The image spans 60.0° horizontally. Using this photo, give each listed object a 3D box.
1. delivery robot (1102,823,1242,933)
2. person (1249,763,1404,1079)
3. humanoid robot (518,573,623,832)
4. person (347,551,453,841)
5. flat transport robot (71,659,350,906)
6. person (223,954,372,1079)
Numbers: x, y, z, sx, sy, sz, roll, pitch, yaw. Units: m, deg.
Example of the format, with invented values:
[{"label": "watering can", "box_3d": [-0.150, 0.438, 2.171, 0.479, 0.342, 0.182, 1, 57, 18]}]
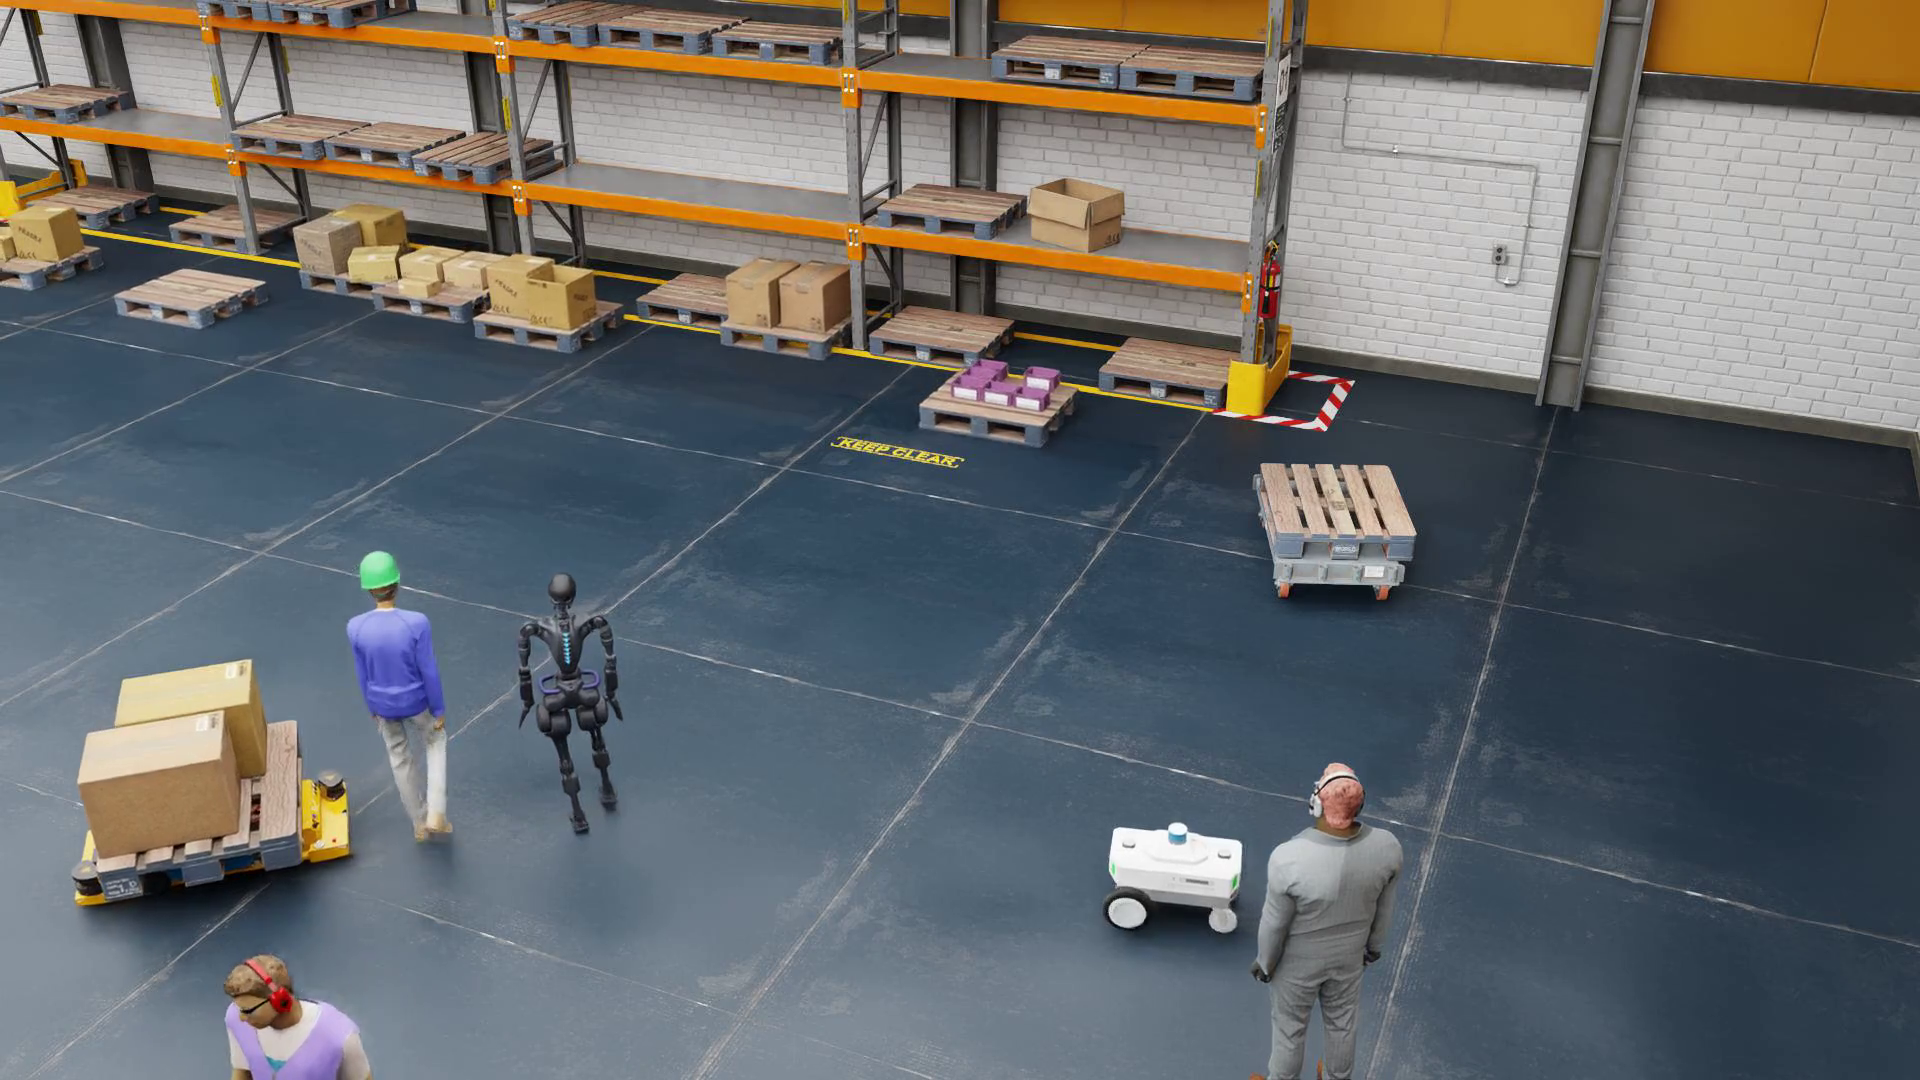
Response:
[{"label": "delivery robot", "box_3d": [1.152, 1.824, 9.102, 0.809, 0.611, 0.499, 5, 28, 9]}, {"label": "person", "box_3d": [1.630, 1.840, 7.579, 0.651, 1.906, 0.412, -7, 28, -13]}, {"label": "humanoid robot", "box_3d": [-2.265, 0.917, 9.615, 0.594, 1.654, 0.379, -9, 29, -17]}, {"label": "person", "box_3d": [-3.156, 0.910, 9.441, 0.451, 1.854, 0.438, -5, 28, -10]}, {"label": "flat transport robot", "box_3d": [-4.299, 1.712, 9.612, 1.431, 0.231, 0.659, -9, 29, -17]}, {"label": "person", "box_3d": [-2.612, 2.396, 6.631, 0.570, 1.779, 1.013, 10, 29, 18]}]
